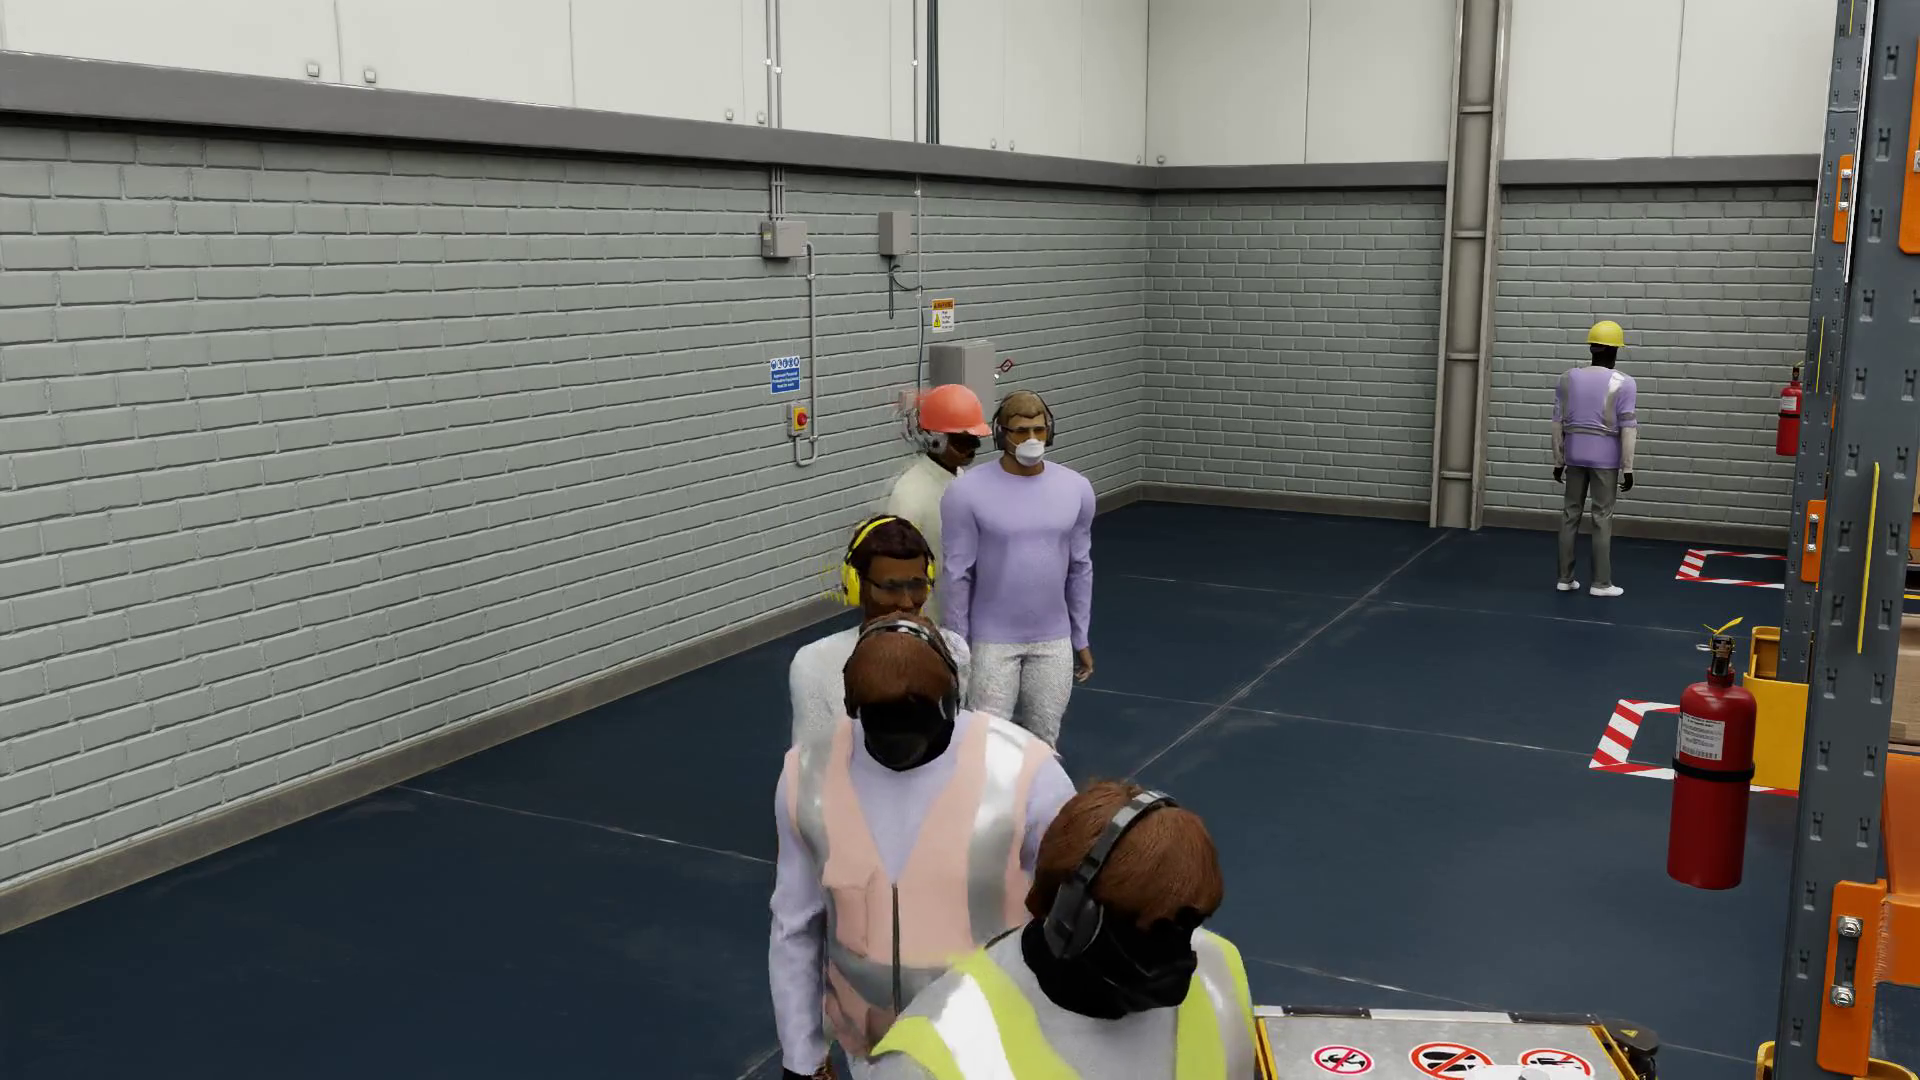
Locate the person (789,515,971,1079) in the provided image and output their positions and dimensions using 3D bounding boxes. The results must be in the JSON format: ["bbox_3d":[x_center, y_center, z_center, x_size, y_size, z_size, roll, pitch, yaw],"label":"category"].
[{"bbox_3d":[-0.230,0.824,4.335,0.521,1.840,0.732,-4,11,-23],"label":"person"}]

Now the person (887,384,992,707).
[{"bbox_3d":[-0.216,0.321,6.770,0.887,1.951,0.635,3,11,18],"label":"person"}]

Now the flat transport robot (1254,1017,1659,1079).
[{"bbox_3d":[1.286,1.546,4.642,1.431,0.197,0.652,1,10,4],"label":"flat transport robot"}]

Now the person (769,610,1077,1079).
[{"bbox_3d":[-0.087,1.024,3.317,0.650,1.799,0.772,4,11,19],"label":"person"}]

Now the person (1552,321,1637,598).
[{"bbox_3d":[4.436,-0.564,11.630,0.384,1.925,0.593,-9,14,-41],"label":"person"}]

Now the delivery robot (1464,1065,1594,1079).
[{"bbox_3d":[1.430,1.494,3.897,0.477,0.478,0.707,0,10,0],"label":"delivery robot"}]

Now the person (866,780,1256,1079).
[{"bbox_3d":[0.122,1.186,2.385,0.677,1.816,0.583,-7,13,-35],"label":"person"}]

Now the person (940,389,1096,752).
[{"bbox_3d":[0.233,0.389,6.402,0.629,1.940,0.373,-4,11,-20],"label":"person"}]
